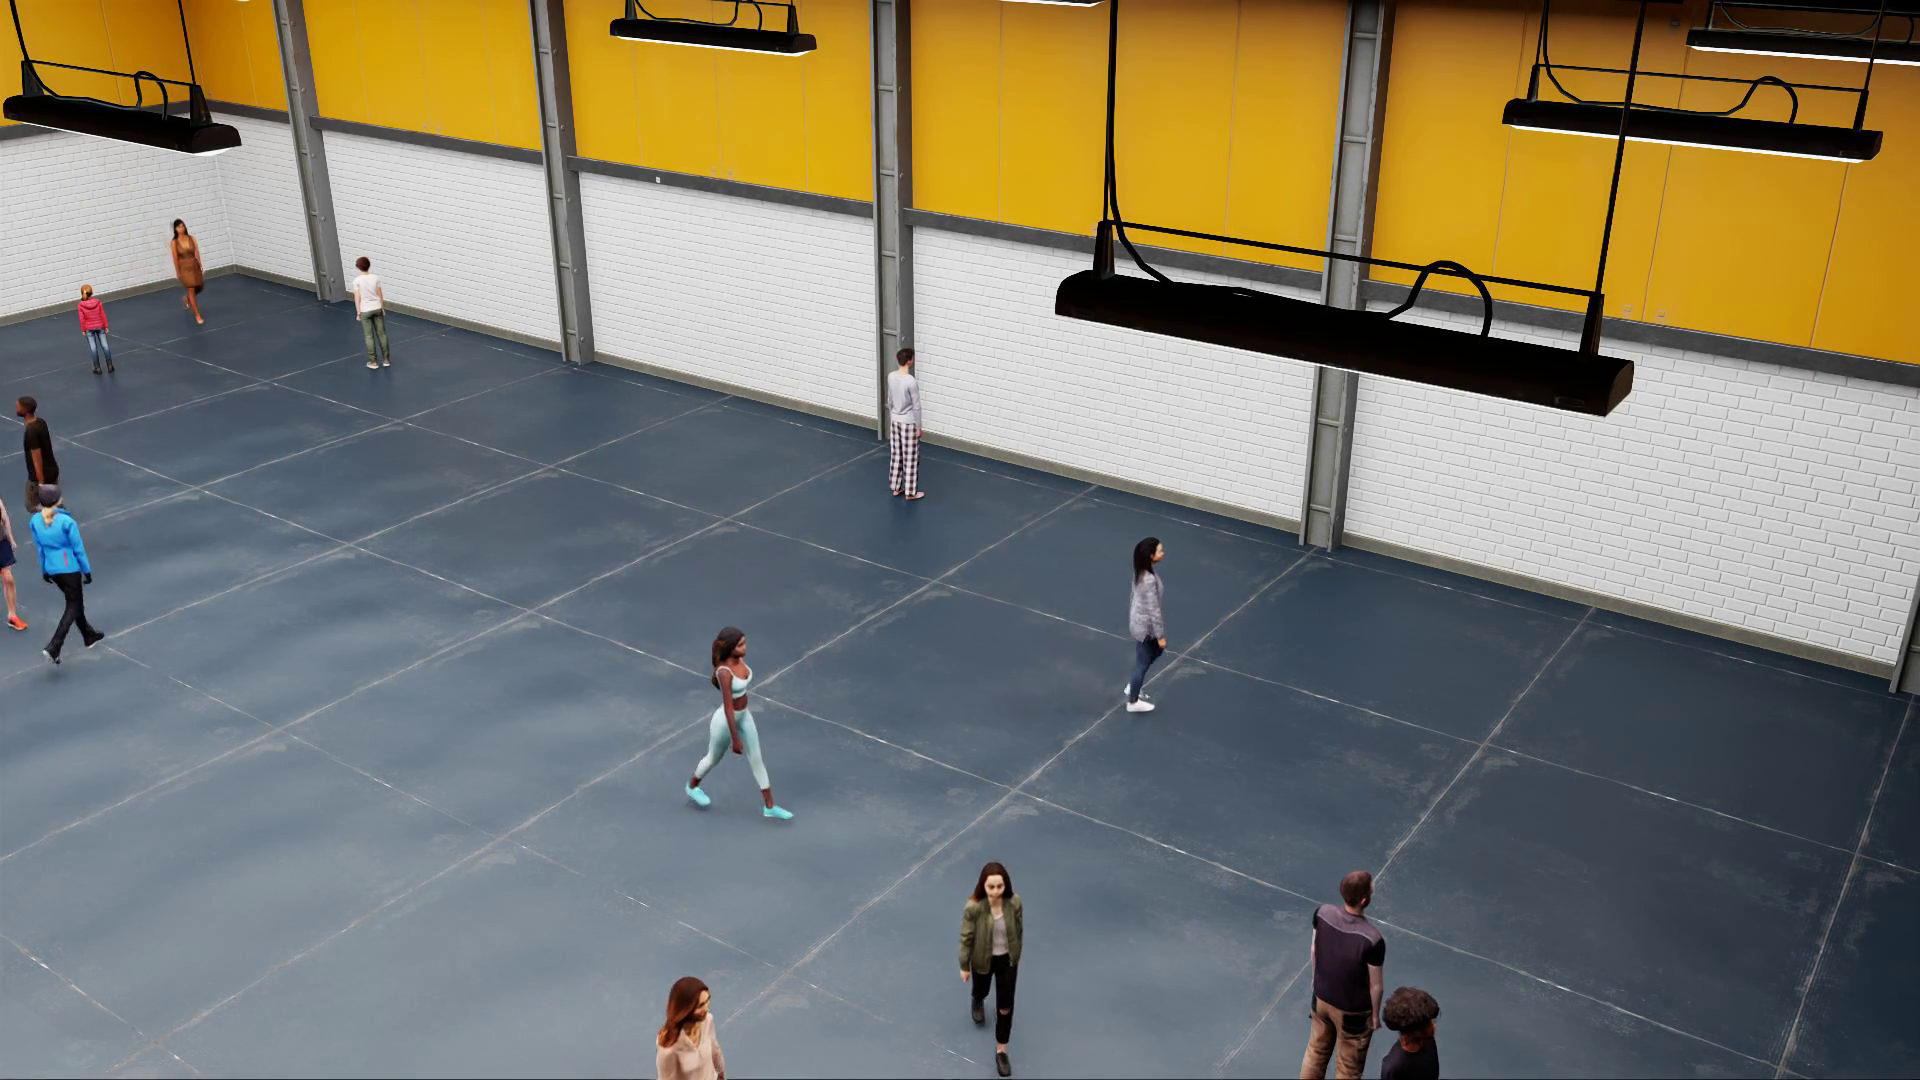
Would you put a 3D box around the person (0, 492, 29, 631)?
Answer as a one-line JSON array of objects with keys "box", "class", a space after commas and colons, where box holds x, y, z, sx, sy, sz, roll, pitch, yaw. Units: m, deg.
[{"box": [-9.711, 0.028, 16.546, 0.840, 1.837, 0.660, 15, 28, 30], "class": "person"}]

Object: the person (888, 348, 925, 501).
[{"box": [-0.657, -1.390, 19.778, 0.499, 1.847, 0.712, 19, 30, 37], "class": "person"}]

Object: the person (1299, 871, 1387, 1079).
[{"box": [2.336, 2.810, 10.179, 0.804, 1.840, 0.629, -18, 29, -35], "class": "person"}]

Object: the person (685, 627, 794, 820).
[{"box": [-1.913, 1.492, 13.400, 1.245, 1.676, 0.784, 8, 25, 18], "class": "person"}]

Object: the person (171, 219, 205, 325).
[{"box": [-12.397, -4.319, 26.697, 0.921, 1.672, 0.621, 20, 31, 39], "class": "person"}]

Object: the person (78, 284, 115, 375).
[{"box": [-12.663, -3.094, 24.337, 0.576, 1.317, 0.579, -16, 29, -33], "class": "person"}]

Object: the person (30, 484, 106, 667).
[{"box": [-8.605, 0.360, 15.877, 1.136, 1.765, 0.988, 4, 24, 10], "class": "person"}]

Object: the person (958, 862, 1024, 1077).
[{"box": [0.199, 2.710, 10.897, 0.988, 1.447, 1.053, -3, 24, -8], "class": "person"}]

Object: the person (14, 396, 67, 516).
[{"box": [-9.997, -0.721, 18.313, 0.860, 1.794, 0.801, -4, 24, -9], "class": "person"}]

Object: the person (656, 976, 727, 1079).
[{"box": [-1.572, 3.190, 9.384, 0.647, 1.782, 0.606, 16, 28, 32], "class": "person"}]

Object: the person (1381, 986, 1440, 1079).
[{"box": [2.441, 3.243, 9.233, 0.642, 1.804, 0.651, 22, 32, 40], "class": "person"}]

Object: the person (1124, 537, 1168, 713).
[{"box": [1.588, 0.782, 14.971, 0.765, 1.718, 0.726, -1, 24, -3], "class": "person"}]

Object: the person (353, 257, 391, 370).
[{"box": [-8.685, -3.362, 24.528, 0.630, 1.656, 0.626, -17, 29, -33], "class": "person"}]
